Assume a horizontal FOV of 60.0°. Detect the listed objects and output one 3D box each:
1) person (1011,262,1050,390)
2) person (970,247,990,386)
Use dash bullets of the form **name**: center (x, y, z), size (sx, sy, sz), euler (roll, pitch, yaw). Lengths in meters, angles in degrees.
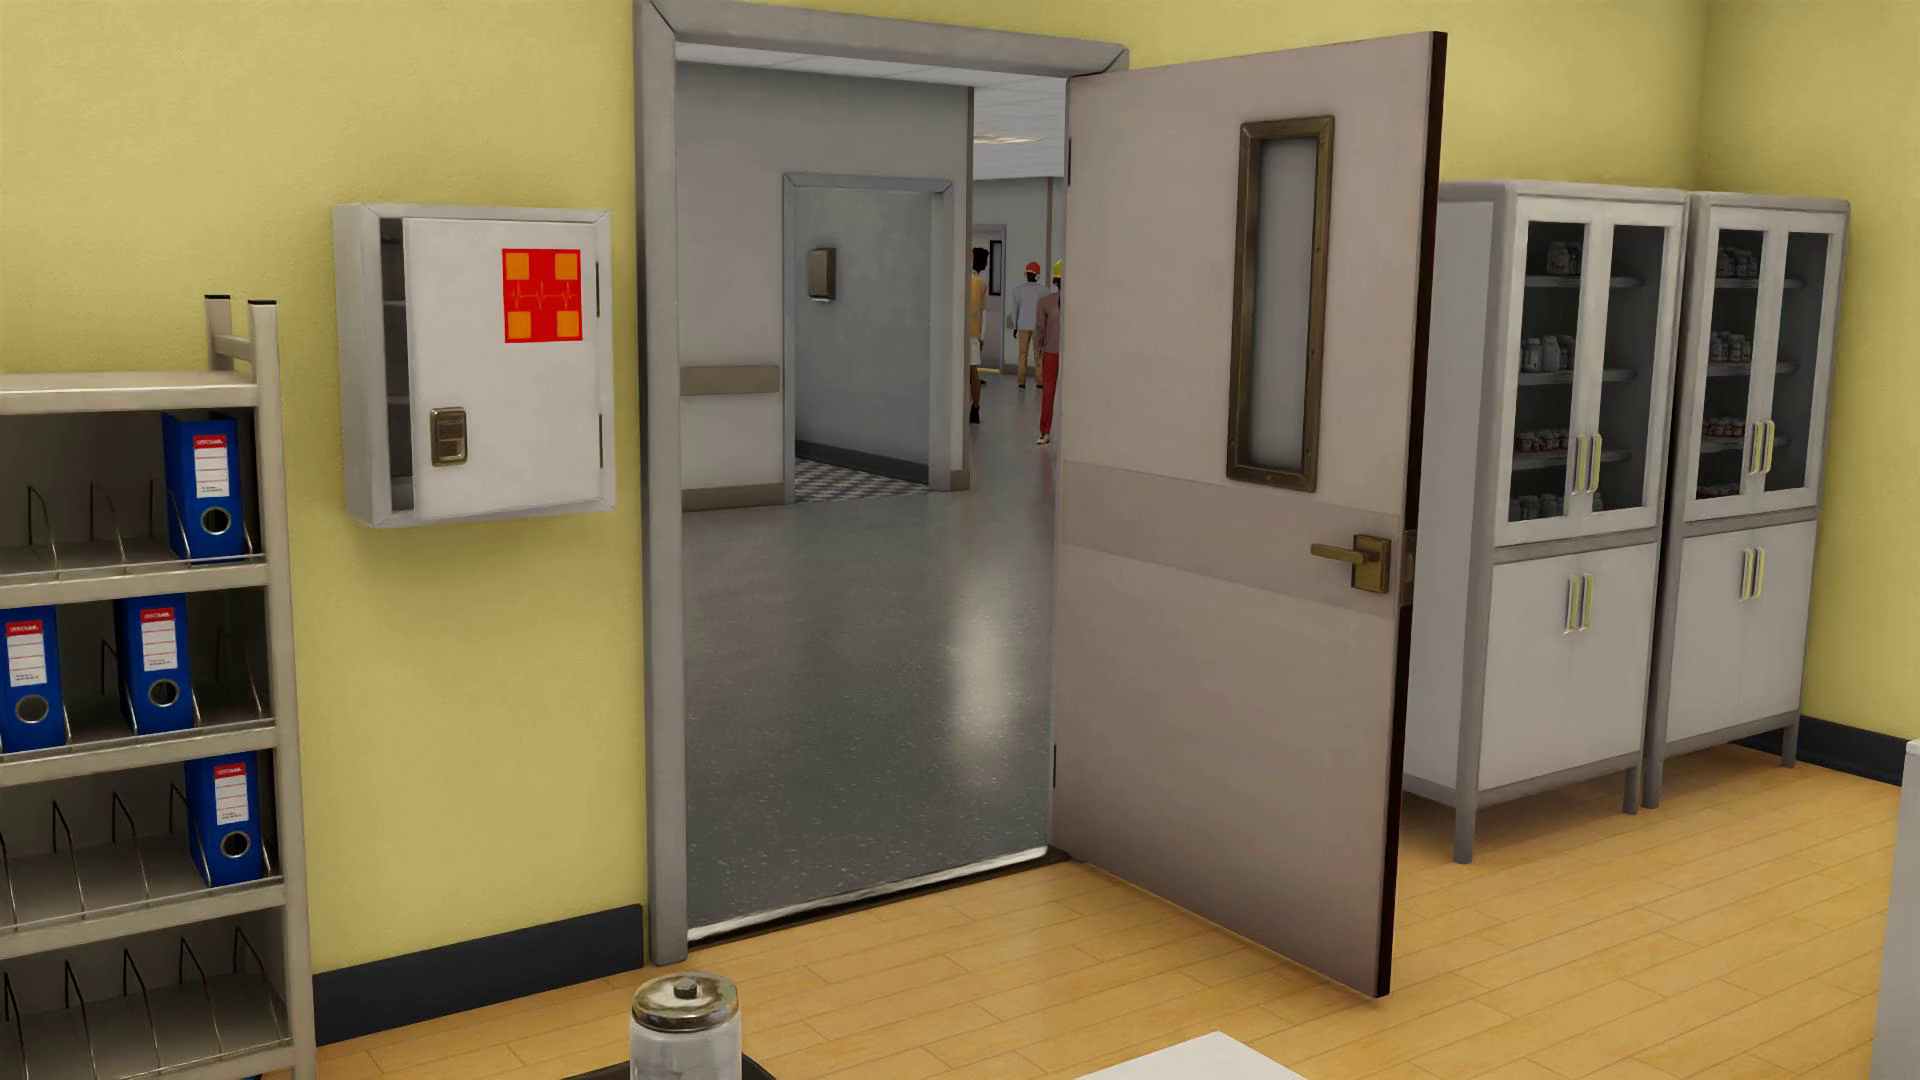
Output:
- **person**: center (0.988, -2.945, 22.895), size (0.563, 1.753, 0.327), euler (3, 10, 15)
- **person**: center (0.214, -3.134, 23.377), size (0.386, 1.952, 0.614), euler (-1, 10, -12)
